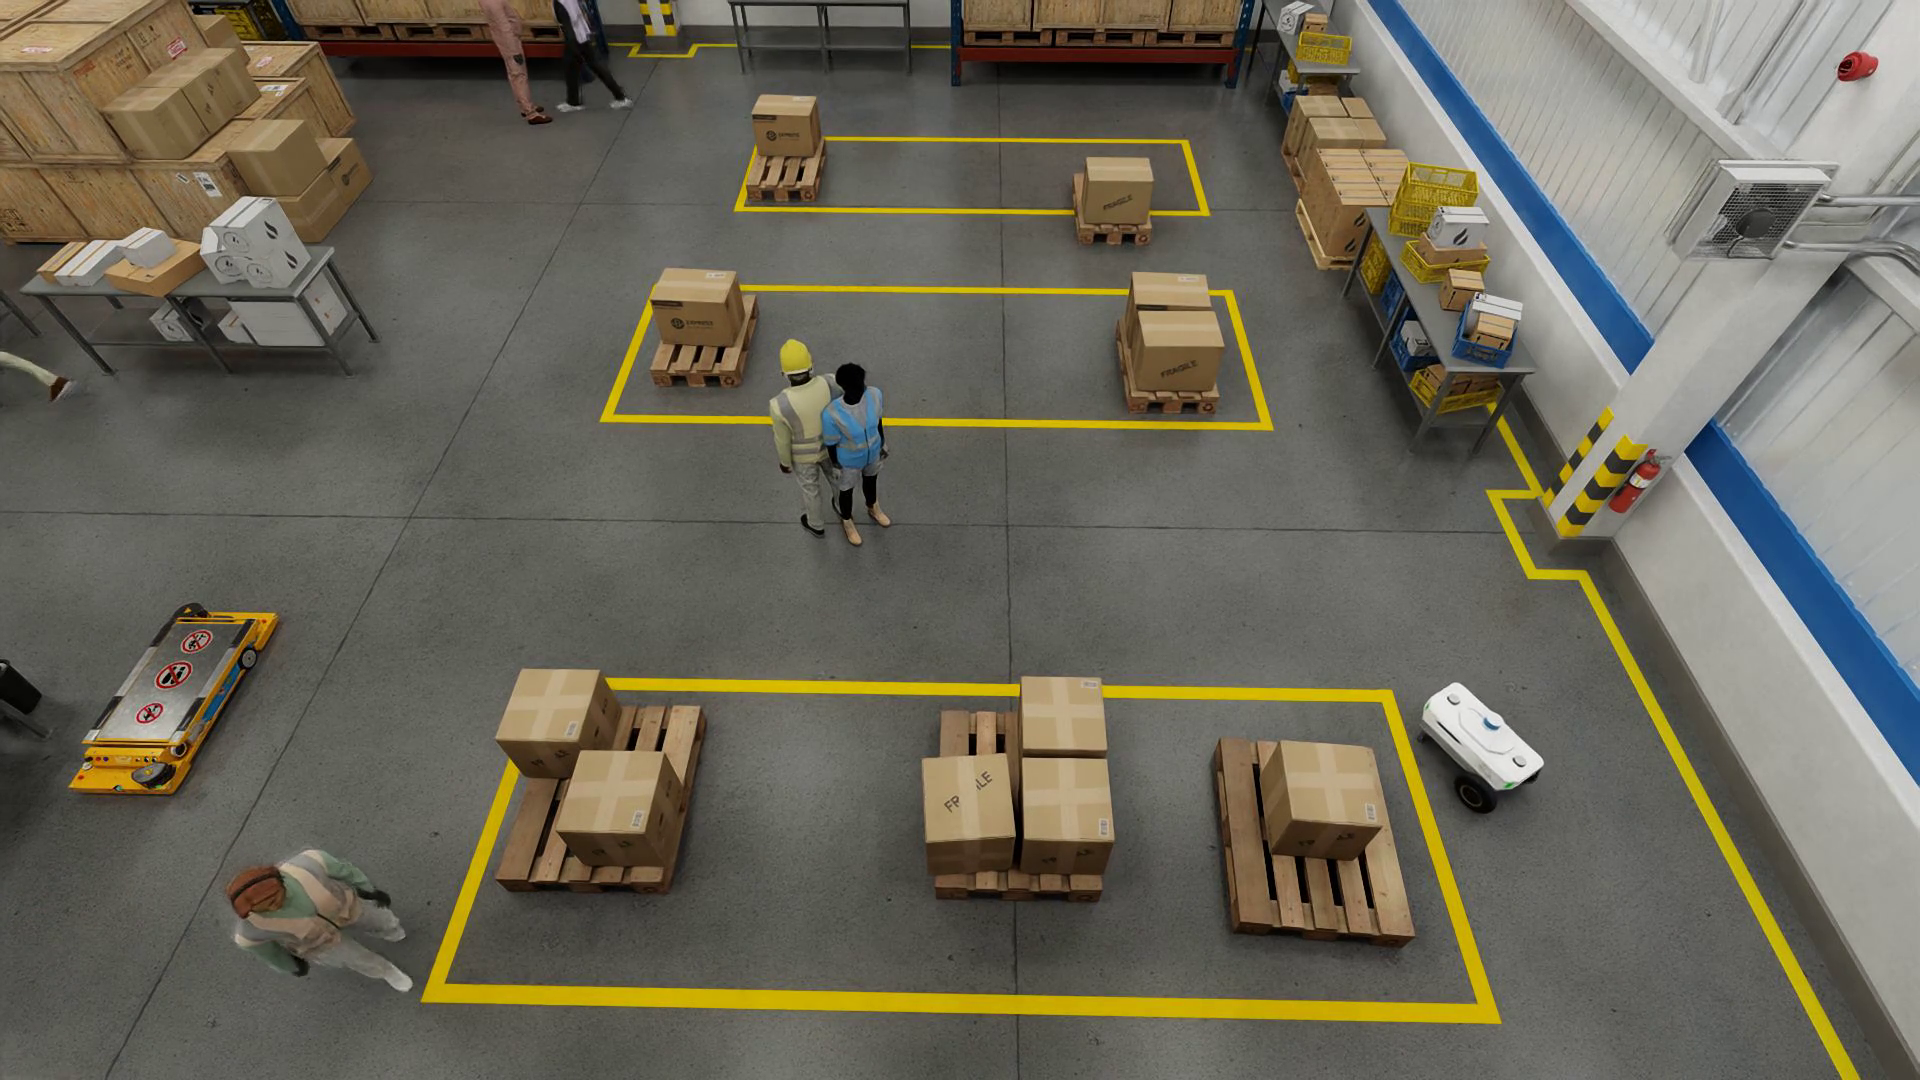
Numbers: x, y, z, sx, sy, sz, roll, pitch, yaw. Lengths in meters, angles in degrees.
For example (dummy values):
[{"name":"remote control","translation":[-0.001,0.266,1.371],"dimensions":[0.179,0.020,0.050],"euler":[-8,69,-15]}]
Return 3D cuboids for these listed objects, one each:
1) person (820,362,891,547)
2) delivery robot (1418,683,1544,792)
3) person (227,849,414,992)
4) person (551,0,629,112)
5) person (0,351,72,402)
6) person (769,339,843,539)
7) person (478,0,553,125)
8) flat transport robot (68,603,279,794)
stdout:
[{"name":"person","translation":[-0.775,-0.657,6.975],"dimensions":[0.532,1.698,0.319],"euler":[-33,57,-25]},{"name":"delivery robot","translation":[3.402,1.293,6.011],"dimensions":[0.477,0.478,0.707],"euler":[-24,54,-19]},{"name":"person","translation":[-3.291,2.008,4.768],"dimensions":[0.433,1.617,0.541],"euler":[17,52,14]},{"name":"person","translation":[-4.956,-6.460,11.782],"dimensions":[0.979,1.862,0.618],"euler":[1,50,1]},{"name":"person","translation":[-8.791,-1.856,7.932],"dimensions":[0.987,1.826,0.554],"euler":[-2,50,-2]},{"name":"person","translation":[-1.128,-0.734,6.957],"dimensions":[0.591,1.829,0.404],"euler":[-29,56,-23]},{"name":"person","translation":[-5.690,-6.307,11.624],"dimensions":[0.401,1.904,0.646],"euler":[-25,54,-20]},{"name":"flat transport robot","translation":[-5.504,1.072,6.442],"dimensions":[0.652,0.197,1.431],"euler":[1,50,1]}]
